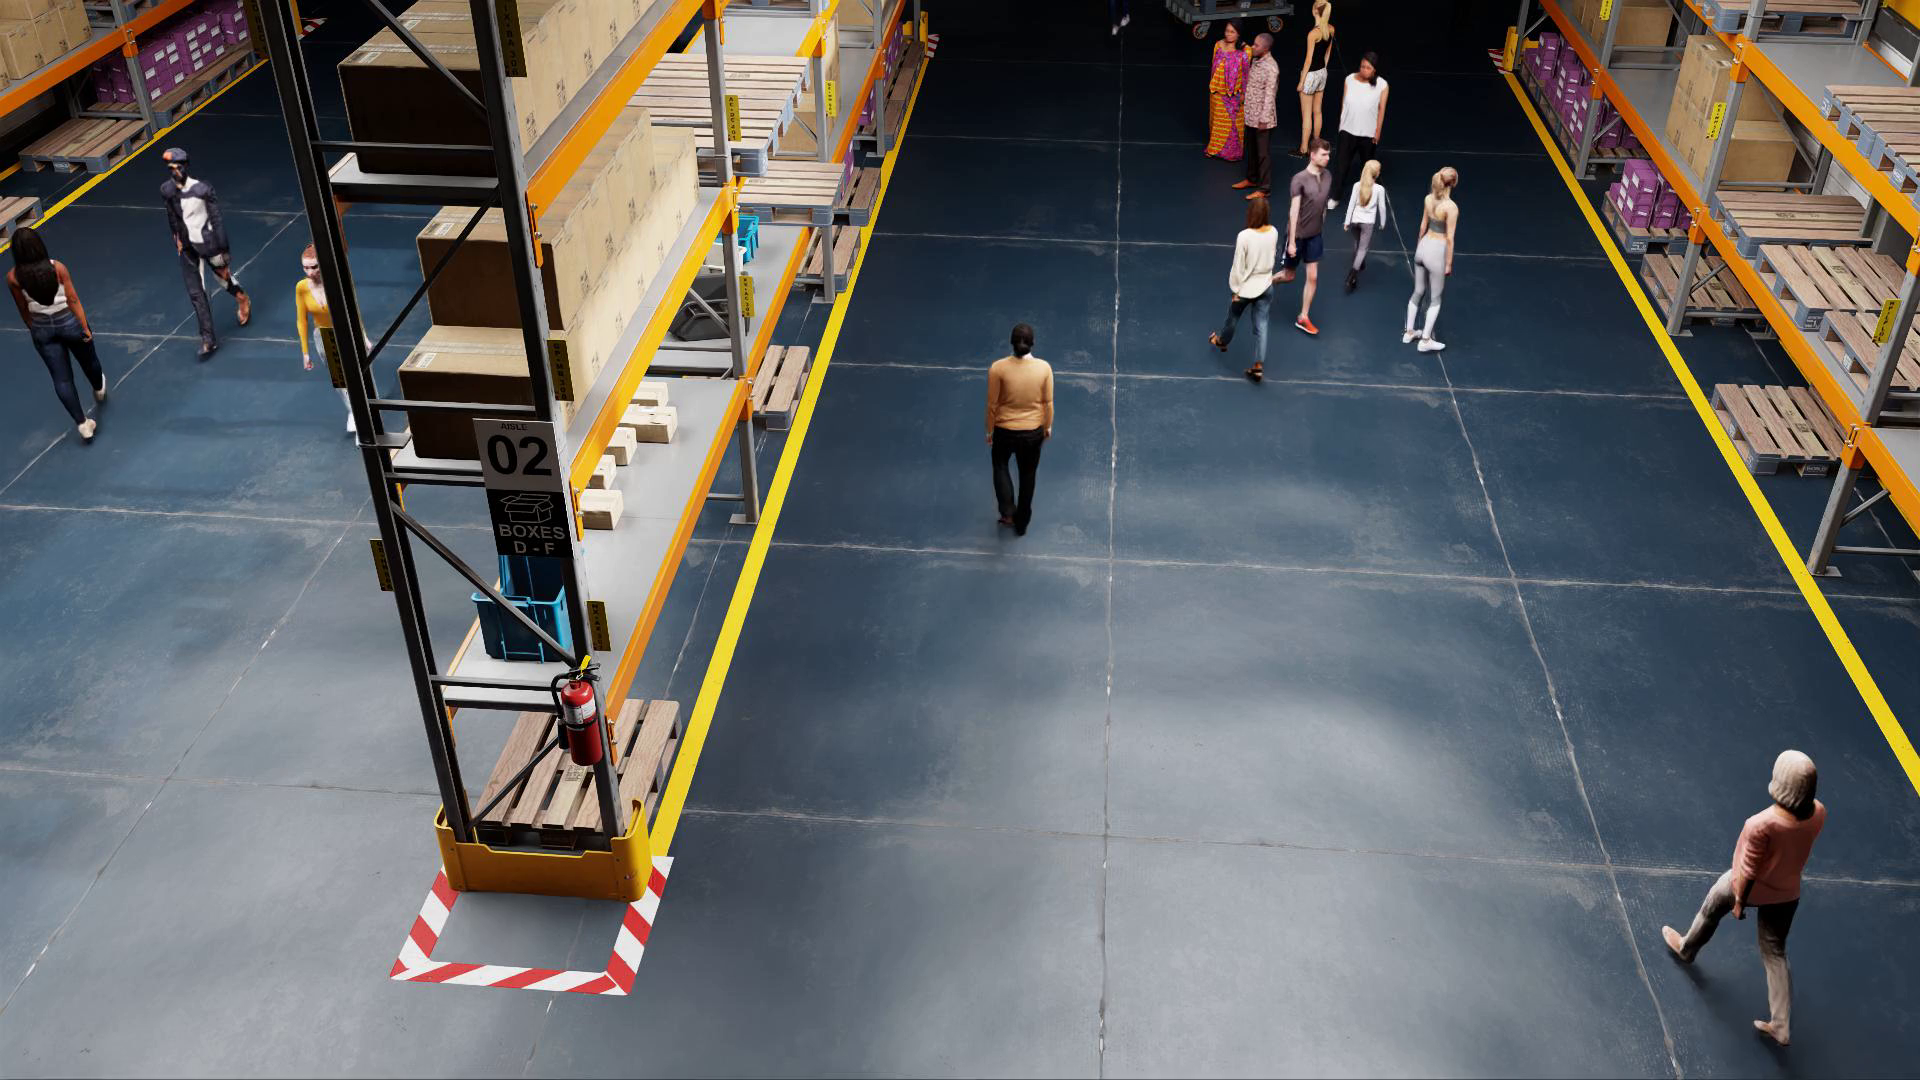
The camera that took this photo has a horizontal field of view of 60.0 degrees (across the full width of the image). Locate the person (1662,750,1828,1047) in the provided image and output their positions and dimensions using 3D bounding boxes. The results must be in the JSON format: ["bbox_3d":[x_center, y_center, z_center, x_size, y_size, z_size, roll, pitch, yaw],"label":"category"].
[{"bbox_3d":[4.199,1.844,8.565,0.845,1.681,1.218,-7,34,-11],"label":"person"}]

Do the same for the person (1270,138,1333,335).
[{"bbox_3d":[3.155,-2.868,15.522,1.008,1.826,1.168,-16,37,-23],"label":"person"}]

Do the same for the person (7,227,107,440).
[{"bbox_3d":[-7.470,-1.666,13.773,0.996,1.761,1.244,-11,35,-16],"label":"person"}]

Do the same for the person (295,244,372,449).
[{"bbox_3d":[-5.173,-1.675,13.819,0.791,1.725,0.955,-5,34,-8],"label":"person"}]

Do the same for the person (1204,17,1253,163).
[{"bbox_3d":[3.105,-5.212,19.186,0.776,1.676,0.809,19,38,27],"label":"person"}]

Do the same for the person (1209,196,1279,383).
[{"bbox_3d":[2.621,-2.171,14.638,0.930,1.645,1.136,-13,36,-18],"label":"person"}]

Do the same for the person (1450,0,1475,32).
[{"bbox_3d":[7.214,-8.070,23.446,0.767,1.720,0.826,-25,41,-32],"label":"person"}]

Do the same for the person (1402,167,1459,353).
[{"bbox_3d":[4.294,-2.567,15.192,0.832,1.691,0.732,-14,36,-20],"label":"person"}]

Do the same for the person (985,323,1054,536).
[{"bbox_3d":[0.438,-0.778,12.455,0.711,1.743,0.670,-2,34,-3],"label":"person"}]

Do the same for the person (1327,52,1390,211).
[{"bbox_3d":[4.382,-4.474,18.094,0.922,1.654,1.122,18,38,25],"label":"person"}]

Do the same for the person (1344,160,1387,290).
[{"bbox_3d":[3.944,-3.093,16.373,0.780,1.260,0.972,21,39,29],"label":"person"}]

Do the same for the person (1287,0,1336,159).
[{"bbox_3d":[4.107,-5.366,19.264,0.675,1.846,0.737,-25,41,-33],"label":"person"}]

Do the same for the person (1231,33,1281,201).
[{"bbox_3d":[3.303,-4.661,18.243,0.813,1.801,0.662,-9,35,-13],"label":"person"}]

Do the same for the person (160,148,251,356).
[{"bbox_3d":[-6.904,-2.709,15.255,0.742,1.857,1.218,0,34,0],"label":"person"}]
